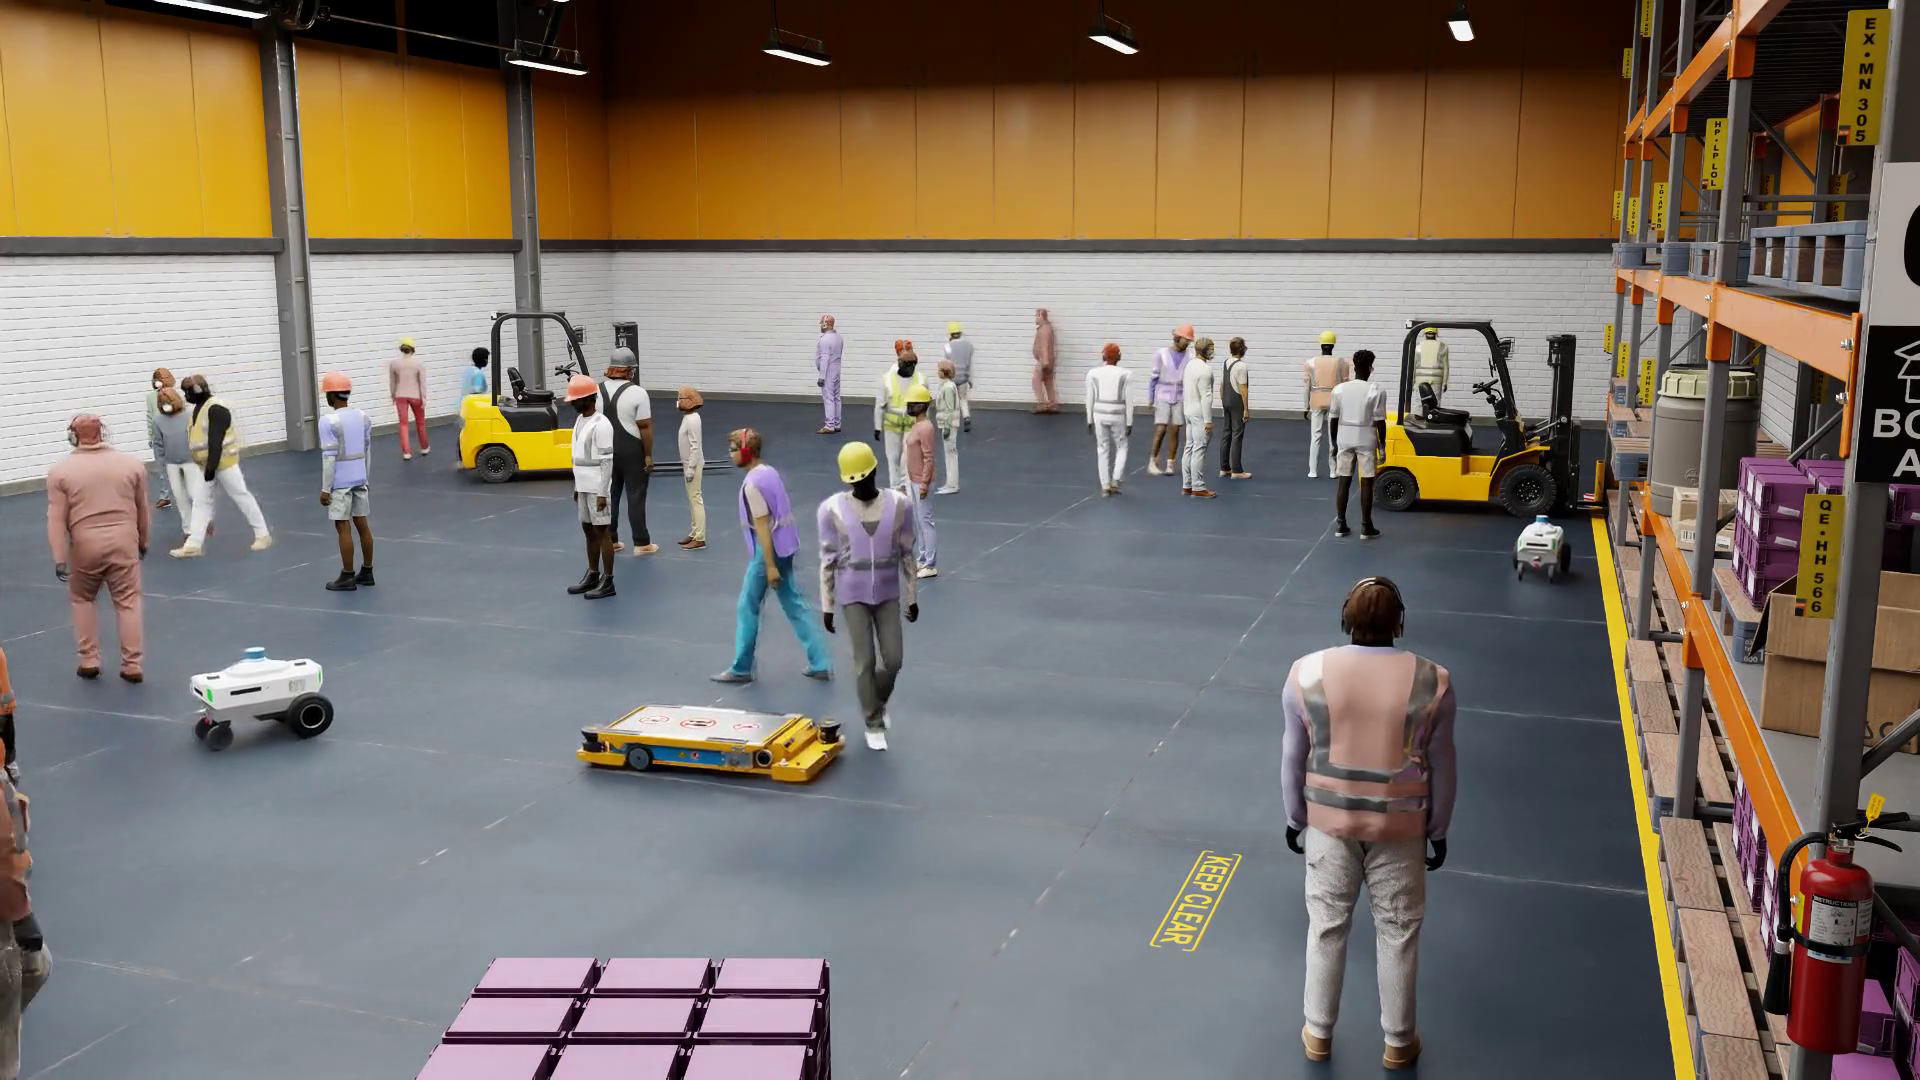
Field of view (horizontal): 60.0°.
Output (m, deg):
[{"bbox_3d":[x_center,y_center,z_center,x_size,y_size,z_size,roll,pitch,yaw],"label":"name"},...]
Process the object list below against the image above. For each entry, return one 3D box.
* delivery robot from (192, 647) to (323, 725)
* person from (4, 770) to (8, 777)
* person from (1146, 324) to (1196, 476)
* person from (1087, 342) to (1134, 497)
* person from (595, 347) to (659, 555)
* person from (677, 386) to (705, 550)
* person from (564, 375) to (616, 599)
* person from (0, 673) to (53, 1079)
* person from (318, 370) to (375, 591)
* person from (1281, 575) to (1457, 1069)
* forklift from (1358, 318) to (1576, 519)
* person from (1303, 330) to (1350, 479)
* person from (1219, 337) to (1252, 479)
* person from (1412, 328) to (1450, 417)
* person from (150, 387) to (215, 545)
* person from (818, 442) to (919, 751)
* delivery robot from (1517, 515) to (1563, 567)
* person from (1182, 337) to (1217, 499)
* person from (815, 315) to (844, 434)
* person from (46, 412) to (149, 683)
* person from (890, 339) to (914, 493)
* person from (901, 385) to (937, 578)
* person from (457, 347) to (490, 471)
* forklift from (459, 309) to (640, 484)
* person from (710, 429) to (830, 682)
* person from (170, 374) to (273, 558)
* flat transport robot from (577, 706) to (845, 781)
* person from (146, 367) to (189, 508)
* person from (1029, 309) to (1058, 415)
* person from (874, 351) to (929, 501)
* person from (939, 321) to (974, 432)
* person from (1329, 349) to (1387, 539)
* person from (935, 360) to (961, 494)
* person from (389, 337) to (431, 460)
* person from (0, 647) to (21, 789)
[{"bbox_3d":[-4.323,0.905,10.243,0.707,0.478,0.477,-8,13,-39],"label":"delivery robot"},{"bbox_3d":[-5.470,0.458,8.970,0.395,1.992,0.622,3,11,17],"label":"person"},{"bbox_3d":[2.787,-1.825,21.835,0.656,2.019,0.451,-3,10,-15],"label":"person"},{"bbox_3d":[1.808,-1.445,20.037,0.584,1.868,0.407,3,10,15],"label":"person"},{"bbox_3d":[-3.283,-0.878,16.363,0.685,2.000,0.535,4,11,21],"label":"person"},{"bbox_3d":[-2.699,-0.725,16.649,0.284,1.633,0.500,-3,10,-15],"label":"person"},{"bbox_3d":[-3.189,-0.455,14.304,0.374,1.928,0.542,-8,13,-38],"label":"person"},{"bbox_3d":[-3.268,1.233,5.637,0.367,1.626,0.523,-7,12,-36],"label":"person"},{"bbox_3d":[-5.415,-0.519,14.629,0.353,1.941,0.543,4,11,23],"label":"person"},{"bbox_3d":[1.498,1.037,6.133,0.625,1.846,0.429,3,11,16],"label":"person"},{"bbox_3d":[5.787,-1.437,19.079,2.313,2.155,1.214,3,11,19],"label":"forklift"},{"bbox_3d":[4.746,-1.749,21.583,0.588,1.930,0.361,2,10,13],"label":"person"},{"bbox_3d":[3.584,-1.713,21.617,0.332,1.844,0.517,-5,11,-27],"label":"person"},{"bbox_3d":[7.392,-2.517,26.184,0.600,1.829,0.404,4,11,20],"label":"person"},{"bbox_3d":[-7.894,-0.757,16.880,0.533,1.612,0.396,0,10,0],"label":"person"},{"bbox_3d":[-0.553,0.326,10.045,0.615,1.884,0.536,-3,10,-14],"label":"person"},{"bbox_3d":[5.324,0.017,15.245,0.477,0.478,0.707,5,11,24],"label":"delivery robot"},{"bbox_3d":[2.873,-1.470,19.989,0.351,1.936,0.635,-3,10,-14],"label":"person"},{"bbox_3d":[-2.128,-2.666,26.811,0.407,1.910,0.639,4,11,20],"label":"person"},{"bbox_3d":[-5.993,0.053,11.588,0.680,1.881,0.708,-8,13,-40],"label":"person"},{"bbox_3d":[-0.703,-1.517,20.409,0.357,1.883,0.573,-3,10,-14],"label":"person"},{"bbox_3d":[-0.379,-0.535,15.208,0.316,1.768,0.533,-2,10,-12],"label":"person"},{"bbox_3d":[-6.439,-1.756,22.361,0.735,1.656,0.574,-6,12,-32],"label":"person"},{"bbox_3d":[-5.354,-1.902,21.697,2.313,2.155,1.214,-2,10,-13],"label":"forklift"},{"bbox_3d":[-1.291,0.119,11.521,0.825,1.785,0.589,2,10,10],"label":"person"},{"bbox_3d":[-7.300,-0.740,16.357,0.612,1.779,0.959,8,13,39],"label":"person"},{"bbox_3d":[-1.458,1.174,9.789,1.431,0.197,0.652,3,10,15],"label":"flat transport robot"},{"bbox_3d":[-9.123,-1.174,19.178,0.501,1.632,0.280,1,10,7],"label":"person"},{"bbox_3d":[1.465,-3.179,29.730,0.642,1.892,0.698,2,10,9],"label":"person"},{"bbox_3d":[-0.671,-1.279,19.295,0.647,1.793,0.907,-1,10,-4],"label":"person"},{"bbox_3d":[-0.060,-2.571,26.508,0.611,1.821,0.488,-4,11,-22],"label":"person"},{"bbox_3d":[4.129,-0.995,17.234,0.614,1.963,0.362,7,12,34],"label":"person"},{"bbox_3d":[-0.149,-1.379,20.320,0.310,1.638,0.522,0,10,0],"label":"person"},{"bbox_3d":[-7.852,-2.028,23.740,0.537,1.724,0.888,-1,10,-8],"label":"person"},{"bbox_3d":[-4.220,0.965,6.958,0.532,1.696,0.319,-5,11,-25],"label":"person"}]
